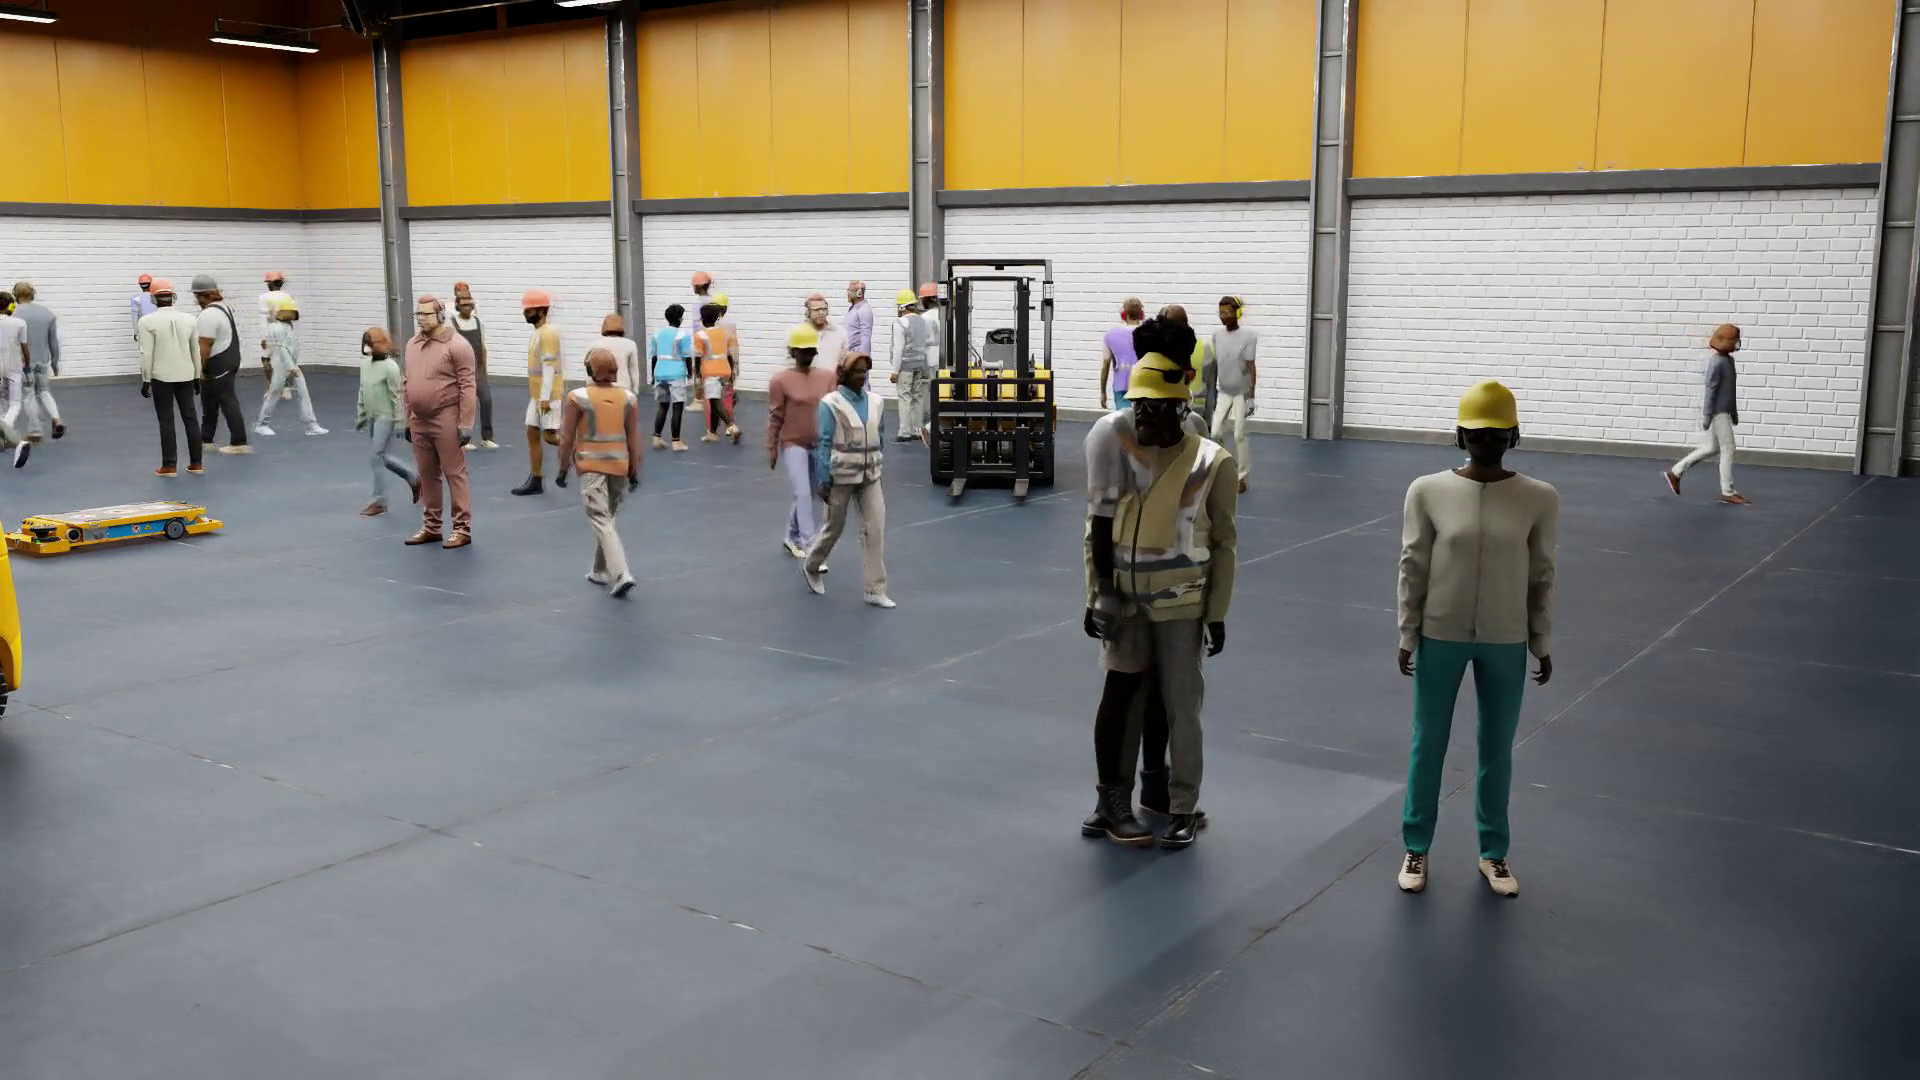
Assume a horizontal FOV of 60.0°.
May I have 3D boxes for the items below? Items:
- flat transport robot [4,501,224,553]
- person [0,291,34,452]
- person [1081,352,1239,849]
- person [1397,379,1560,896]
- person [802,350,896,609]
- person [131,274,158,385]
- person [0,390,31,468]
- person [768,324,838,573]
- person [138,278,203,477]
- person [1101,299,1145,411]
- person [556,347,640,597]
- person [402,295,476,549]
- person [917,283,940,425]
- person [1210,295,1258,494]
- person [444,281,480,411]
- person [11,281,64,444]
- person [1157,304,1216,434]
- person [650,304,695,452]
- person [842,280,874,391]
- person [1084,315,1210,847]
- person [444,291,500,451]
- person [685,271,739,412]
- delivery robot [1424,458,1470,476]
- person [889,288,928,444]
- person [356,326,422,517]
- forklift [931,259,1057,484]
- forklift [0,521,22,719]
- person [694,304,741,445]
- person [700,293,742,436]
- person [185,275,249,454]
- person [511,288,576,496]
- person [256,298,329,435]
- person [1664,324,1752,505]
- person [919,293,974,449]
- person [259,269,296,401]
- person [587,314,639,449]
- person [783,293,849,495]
[{"bbox_3d":[-6.530,-0.116,12.817,0.652,0.197,1.431,7,12,35],"label":"flat transport robot"},{"bbox_3d":[-10.865,-1.905,18.877,0.511,1.830,0.757,-1,10,-4],"label":"person"},{"bbox_3d":[0.718,0.222,6.156,0.588,1.835,0.403,5,11,28],"label":"person"},{"bbox_3d":[1.753,0.339,5.662,0.523,1.769,0.315,1,10,9],"label":"person"},{"bbox_3d":[-0.718,-0.398,10.516,0.523,1.612,0.770,-8,12,-39],"label":"person"},{"bbox_3d":[-14.125,-3.661,28.991,0.543,1.932,0.376,-6,11,-31],"label":"person"},{"bbox_3d":[-10.003,-1.631,17.004,0.779,1.903,0.592,2,10,10],"label":"person"},{"bbox_3d":[-1.111,-0.673,11.820,0.526,1.724,0.891,-6,11,-32],"label":"person"},{"bbox_3d":[-7.942,-1.633,16.732,0.393,1.990,0.617,7,12,38],"label":"person"},{"bbox_3d":[1.664,-1.436,16.163,0.589,1.783,0.968,0,10,2],"label":"person"},{"bbox_3d":[-2.312,-0.449,10.836,0.515,1.605,0.827,-8,13,-40],"label":"person"},{"bbox_3d":[-3.961,-0.889,12.561,0.654,1.905,0.408,5,11,27],"label":"person"},{"bbox_3d":[-0.316,-2.174,20.268,0.891,1.881,0.561,8,13,40],"label":"person"},{"bbox_3d":[2.532,-1.335,15.403,0.572,1.848,0.418,8,12,39],"label":"person"},{"bbox_3d":[-7.187,-2.805,24.071,0.595,1.873,0.616,-8,12,-40],"label":"person"},{"bbox_3d":[-10.967,-2.090,19.647,0.461,1.924,0.639,5,11,29],"label":"person"},{"bbox_3d":[1.656,-0.905,12.901,0.656,1.822,0.446,-4,10,-22],"label":"person"},{"bbox_3d":[-3.268,-1.842,18.919,0.552,1.678,0.387,5,11,29],"label":"person"},{"bbox_3d":[-1.345,-2.395,21.511,0.411,1.913,0.643,-4,10,-20],"label":"person"},{"bbox_3d":[0.722,0.146,6.216,0.612,1.962,0.366,-8,13,-41],"label":"person"},{"bbox_3d":[-5.516,-1.888,18.761,0.529,1.816,0.683,-8,13,-40],"label":"person"},{"bbox_3d":[-3.587,-2.819,23.698,0.763,2.028,0.619,5,11,27],"label":"person"},{"bbox_3d":[4.143,-0.419,13.495,0.707,0.478,0.477,-2,10,-10],"label":"delivery robot"},{"bbox_3d":[-0.629,-2.045,19.653,0.404,1.836,0.590,6,11,32],"label":"person"},{"bbox_3d":[-4.916,-1.030,14.269,0.505,1.610,0.671,8,13,41],"label":"person"},{"bbox_3d":[0.370,-1.738,16.759,1.214,2.155,2.313,1,10,3],"label":"forklift"},{"bbox_3d":[-5.296,-0.090,6.943,1.214,2.155,2.313,7,12,35],"label":"forklift"},{"bbox_3d":[-2.823,-1.934,19.533,0.808,1.666,0.535,9,13,41],"label":"person"},{"bbox_3d":[-2.961,-2.164,20.573,0.522,1.768,0.311,3,10,19],"label":"person"},{"bbox_3d":[-8.425,-1.971,18.599,0.885,2.000,0.695,-1,10,-8],"label":"person"},{"bbox_3d":[-3.769,-1.366,15.389,0.771,1.919,0.563,-5,11,-29],"label":"person"},{"bbox_3d":[-8.357,-2.134,20.597,0.886,1.705,0.492,1,10,8],"label":"person"},{"bbox_3d":[6.766,-1.142,14.956,0.743,1.605,0.501,7,12,36],"label":"person"},{"bbox_3d":[-0.094,-1.864,18.553,0.587,1.845,0.550,2,10,14],"label":"person"},{"bbox_3d":[-10.619,-3.171,25.784,0.658,2.023,0.654,7,12,35],"label":"person"},{"bbox_3d":[-3.713,-1.606,17.740,0.520,1.589,0.827,-6,11,-31],"label":"person"},{"bbox_3d":[-1.340,-1.383,15.628,0.646,1.870,0.943,-6,11,-30],"label":"person"}]
